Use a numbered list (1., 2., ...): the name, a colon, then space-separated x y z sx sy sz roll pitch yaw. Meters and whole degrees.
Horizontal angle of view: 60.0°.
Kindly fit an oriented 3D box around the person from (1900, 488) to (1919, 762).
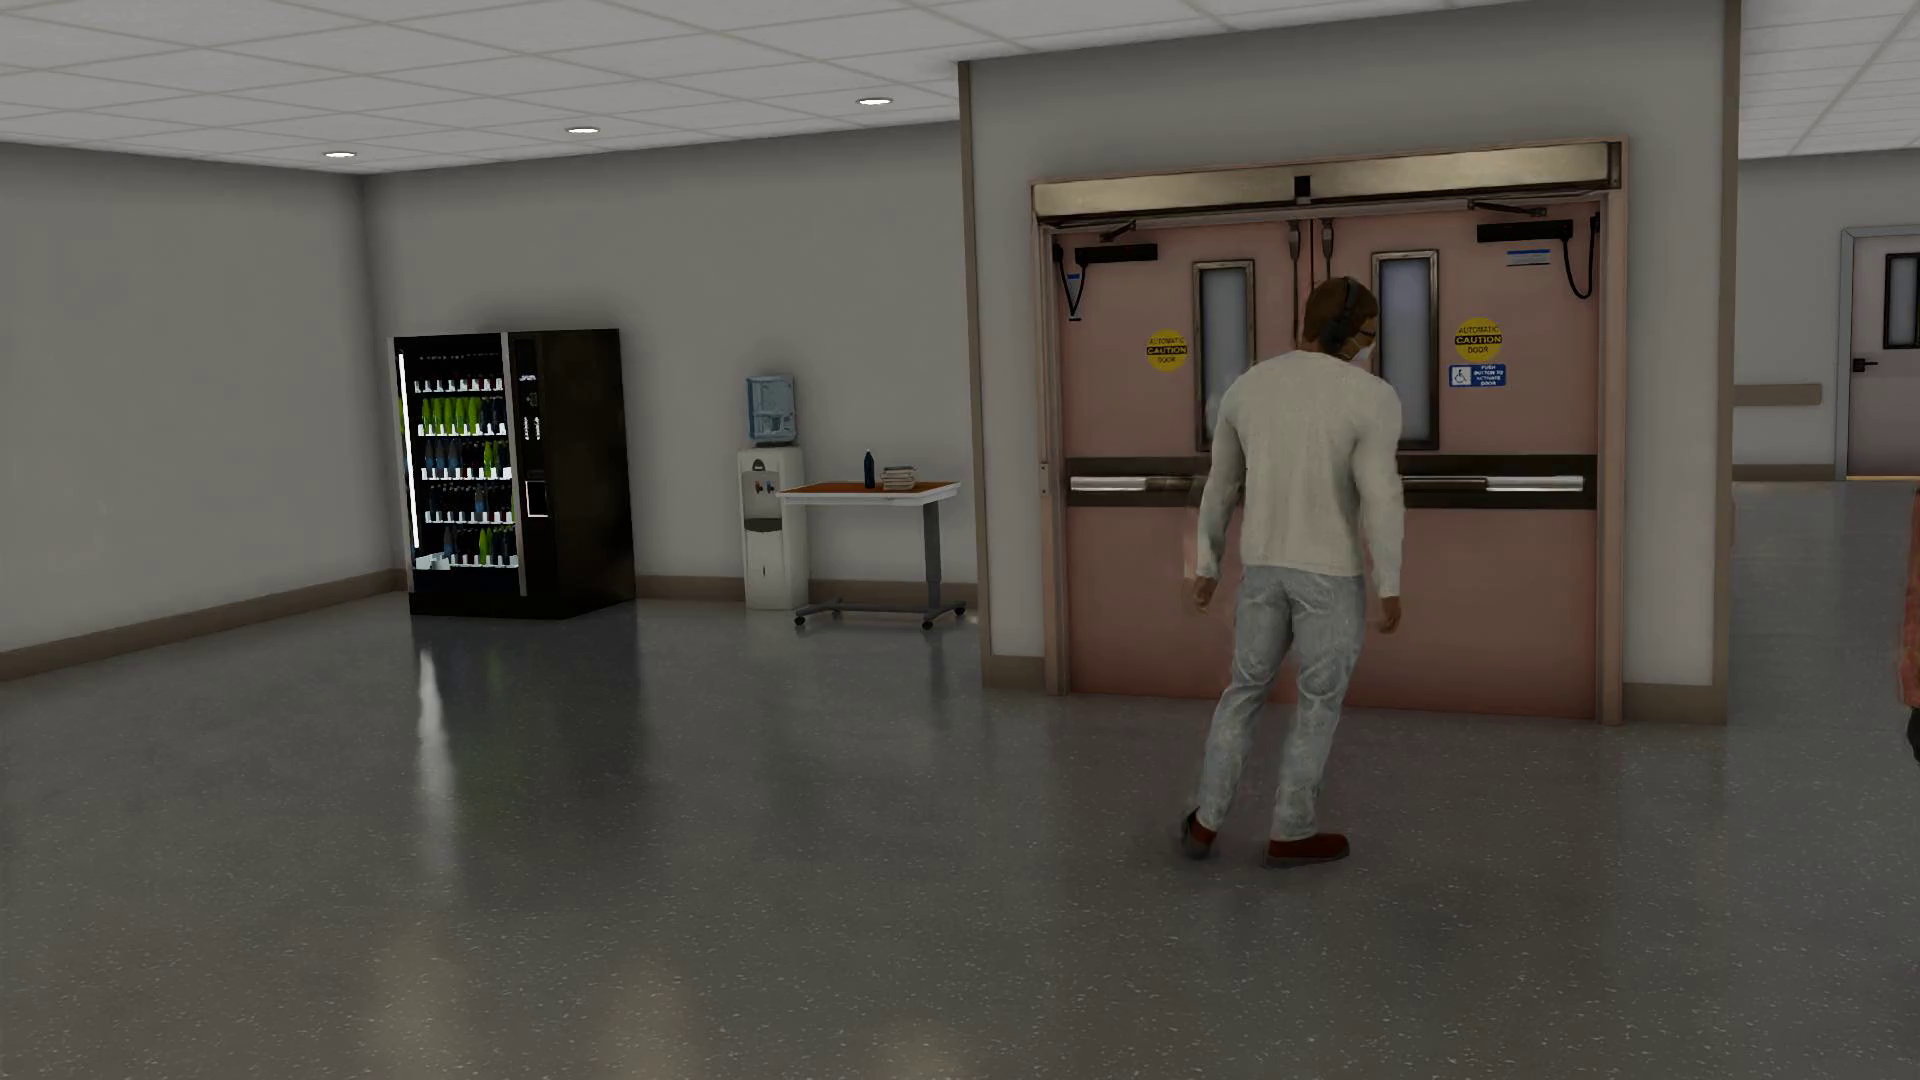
1. person: 2.426 0.389 3.814 0.539 1.632 0.450 -2 7 3

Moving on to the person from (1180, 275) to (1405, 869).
1. person: 1.073 0.115 5.331 0.712 1.894 0.485 4 10 42
